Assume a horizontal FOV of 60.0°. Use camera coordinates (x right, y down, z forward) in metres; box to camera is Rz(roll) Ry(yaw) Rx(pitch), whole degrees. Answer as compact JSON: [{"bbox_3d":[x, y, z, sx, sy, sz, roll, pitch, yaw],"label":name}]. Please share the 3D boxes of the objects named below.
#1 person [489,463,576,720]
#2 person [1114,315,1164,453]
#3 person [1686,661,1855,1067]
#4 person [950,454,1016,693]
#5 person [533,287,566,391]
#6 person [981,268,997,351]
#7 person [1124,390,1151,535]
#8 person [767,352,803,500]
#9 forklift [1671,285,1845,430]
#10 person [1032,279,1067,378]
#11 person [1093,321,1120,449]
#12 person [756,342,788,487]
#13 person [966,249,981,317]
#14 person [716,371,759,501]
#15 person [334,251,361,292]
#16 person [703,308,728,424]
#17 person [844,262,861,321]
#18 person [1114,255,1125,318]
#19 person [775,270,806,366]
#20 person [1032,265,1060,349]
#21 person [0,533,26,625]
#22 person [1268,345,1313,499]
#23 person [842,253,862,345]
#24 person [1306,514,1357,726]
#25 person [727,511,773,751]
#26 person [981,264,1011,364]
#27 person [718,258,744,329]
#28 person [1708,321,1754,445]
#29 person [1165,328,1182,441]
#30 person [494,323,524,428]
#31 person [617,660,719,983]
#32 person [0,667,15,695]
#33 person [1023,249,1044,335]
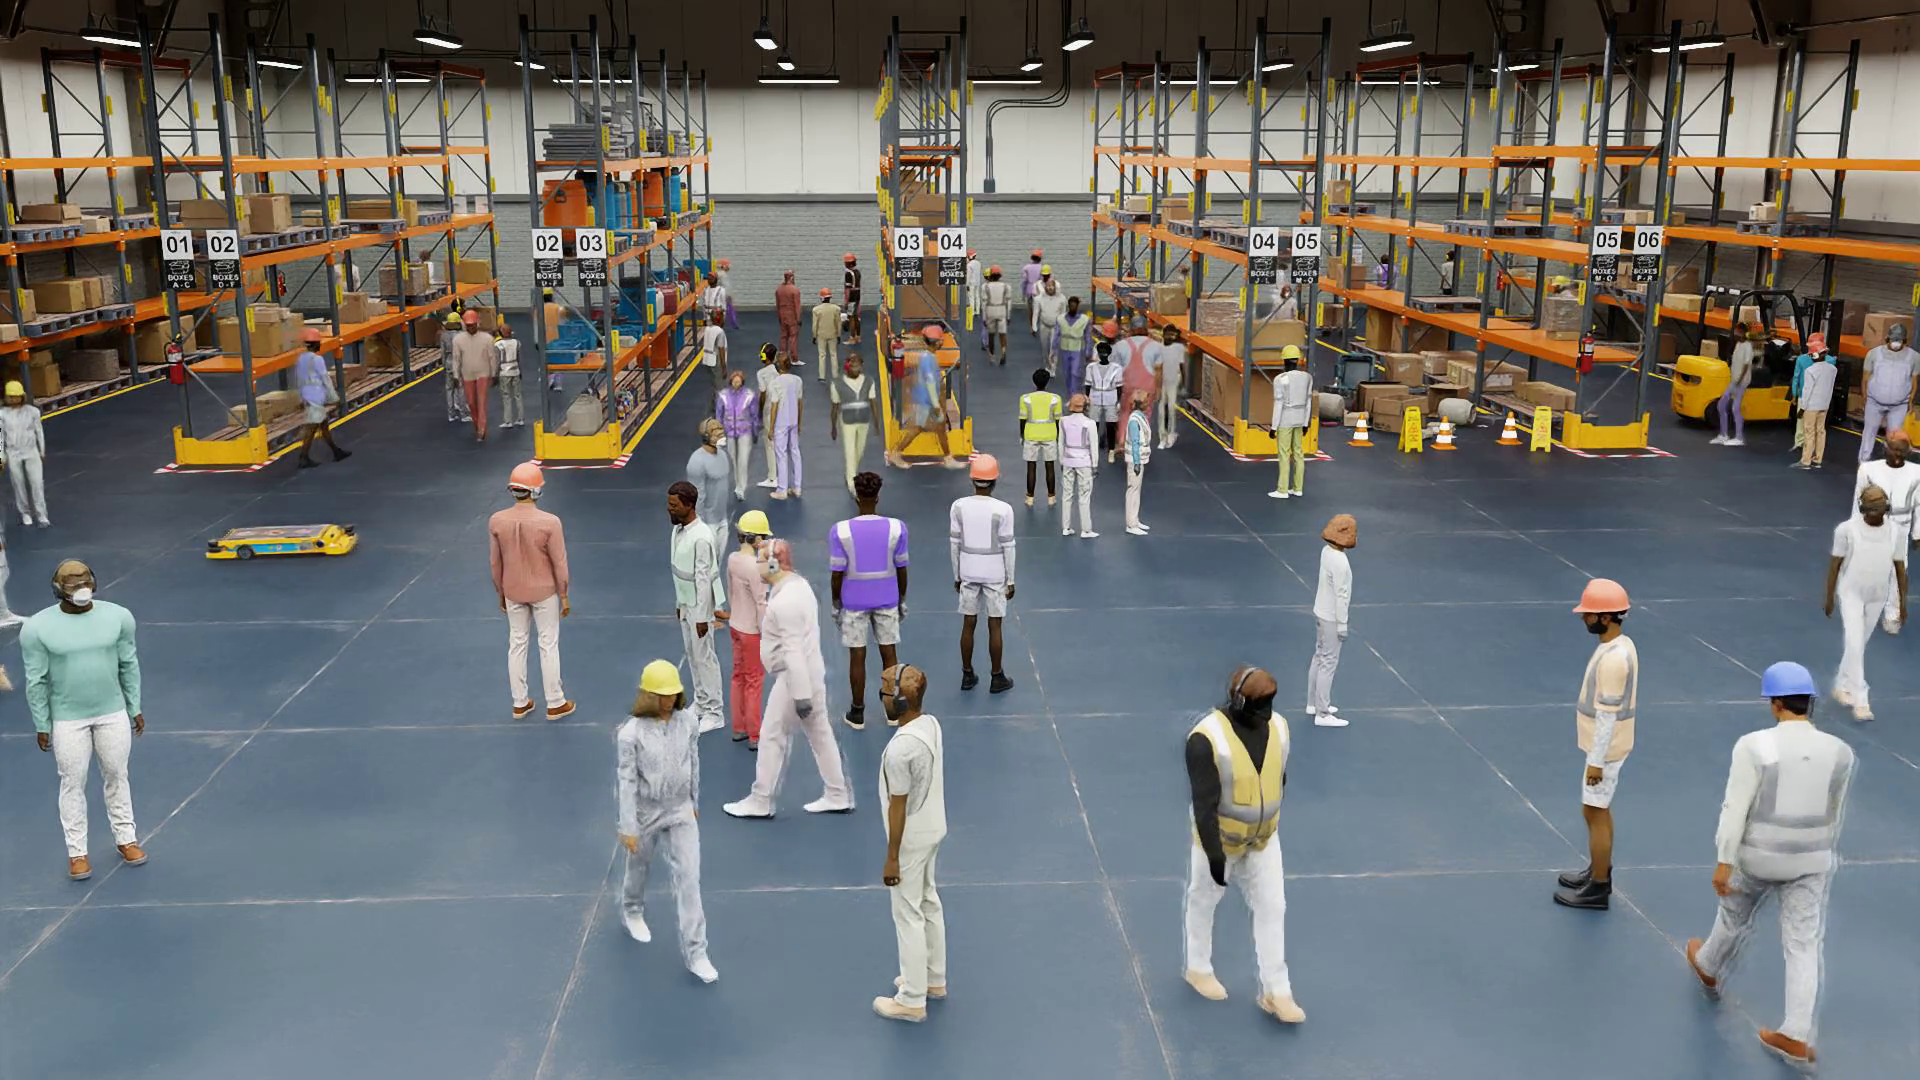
[{"bbox_3d":[-3.260,0.396,12.689,0.612,1.995,0.382,2,13,10],"label":"person"},{"bbox_3d":[2.540,-2.199,23.582,0.702,2.000,0.617,4,14,15],"label":"person"},{"bbox_3d":[3.973,1.528,8.175,0.662,1.859,1.028,0,13,0],"label":"person"},{"bbox_3d":[0.195,0.271,13.340,0.547,1.938,0.359,5,14,21],"label":"person"},{"bbox_3d":[-7.367,-3.626,29.924,0.625,1.904,0.460,-7,15,-28],"label":"person"},{"bbox_3d":[0.628,-4.991,36.000,0.313,1.769,0.525,5,14,19],"label":"person"},{"bbox_3d":[2.014,-0.886,18.879,0.308,1.641,0.514,3,14,11],"label":"person"},{"bbox_3d":[-2.178,-1.422,20.708,0.335,1.845,0.513,12,18,42],"label":"person"},{"bbox_3d":[12.503,-2.886,26.166,2.313,2.155,1.214,-1,13,-3],"label":"forklift"},{"bbox_3d":[1.730,-4.104,32.033,0.656,1.869,0.958,1,13,6],"label":"person"},{"bbox_3d":[2.208,-2.274,24.280,0.559,1.862,0.996,7,15,26],"label":"person"},{"bbox_3d":[-2.442,-1.613,21.468,0.323,1.870,0.518,10,17,36],"label":"person"},{"bbox_3d":[0.315,-6.640,43.036,0.349,1.743,0.563,8,16,31],"label":"person"},{"bbox_3d":[-2.790,-1.318,20.813,0.510,1.590,0.834,2,13,8],"label":"person"},{"bbox_3d":[-14.411,-5.808,39.025,0.642,1.963,0.569,-13,18,-43],"label":"person"},{"bbox_3d":[-3.863,-2.751,26.348,0.373,1.840,0.570,-8,16,-31],"label":"person"},{"bbox_3d":[-2.711,-6.336,41.977,0.499,1.634,0.278,-10,17,-36],"label":"person"},{"bbox_3d":[4.097,-6.500,42.679,0.286,1.632,0.501,-1,13,-3],"label":"person"},{"bbox_3d":[-3.405,-4.470,33.489,0.636,1.911,0.404,12,18,40],"label":"person"},{"bbox_3d":[1.791,-4.822,34.981,0.602,1.895,0.734,3,14,11],"label":"person"},{"bbox_3d":[-8.821,-0.025,15.024,0.575,1.722,0.600,9,16,33],"label":"person"},{"bbox_3d":[4.103,-1.471,20.745,0.595,1.923,0.373,-8,15,-29],"label":"person"},{"bbox_3d":[-2.414,-5.334,36.889,0.401,2.038,0.610,5,14,20],"label":"person"},{"bbox_3d":[2.837,0.598,12.632,0.287,1.624,0.497,0,13,-2],"label":"person"},{"bbox_3d":[-1.504,0.654,12.105,0.327,1.760,0.523,-8,16,-32],"label":"person"},{"bbox_3d":[0.739,-4.518,33.482,0.606,2.022,0.754,-1,13,-5],"label":"person"},{"bbox_3d":[-5.630,-5.892,39.911,0.766,1.723,0.564,0,13,-1],"label":"person"},{"bbox_3d":[11.317,-2.292,24.410,0.620,1.839,0.535,1,13,3],"label":"person"},{"bbox_3d":[3.152,-2.335,24.916,0.319,1.688,0.538,3,14,11],"label":"person"},{"bbox_3d":[-7.062,-2.567,26.010,0.311,1.636,0.522,10,16,35],"label":"person"},{"bbox_3d":[-1.604,1.443,8.885,0.501,1.701,0.911,-9,16,-35],"label":"person"},{"bbox_3d":[-7.770,0.352,12.852,0.520,2.019,0.790,-3,14,-13],"label":"person"},{"bbox_3d":[1.746,-5.795,38.919,0.613,2.001,0.922,5,14,19],"label":"person"}]
